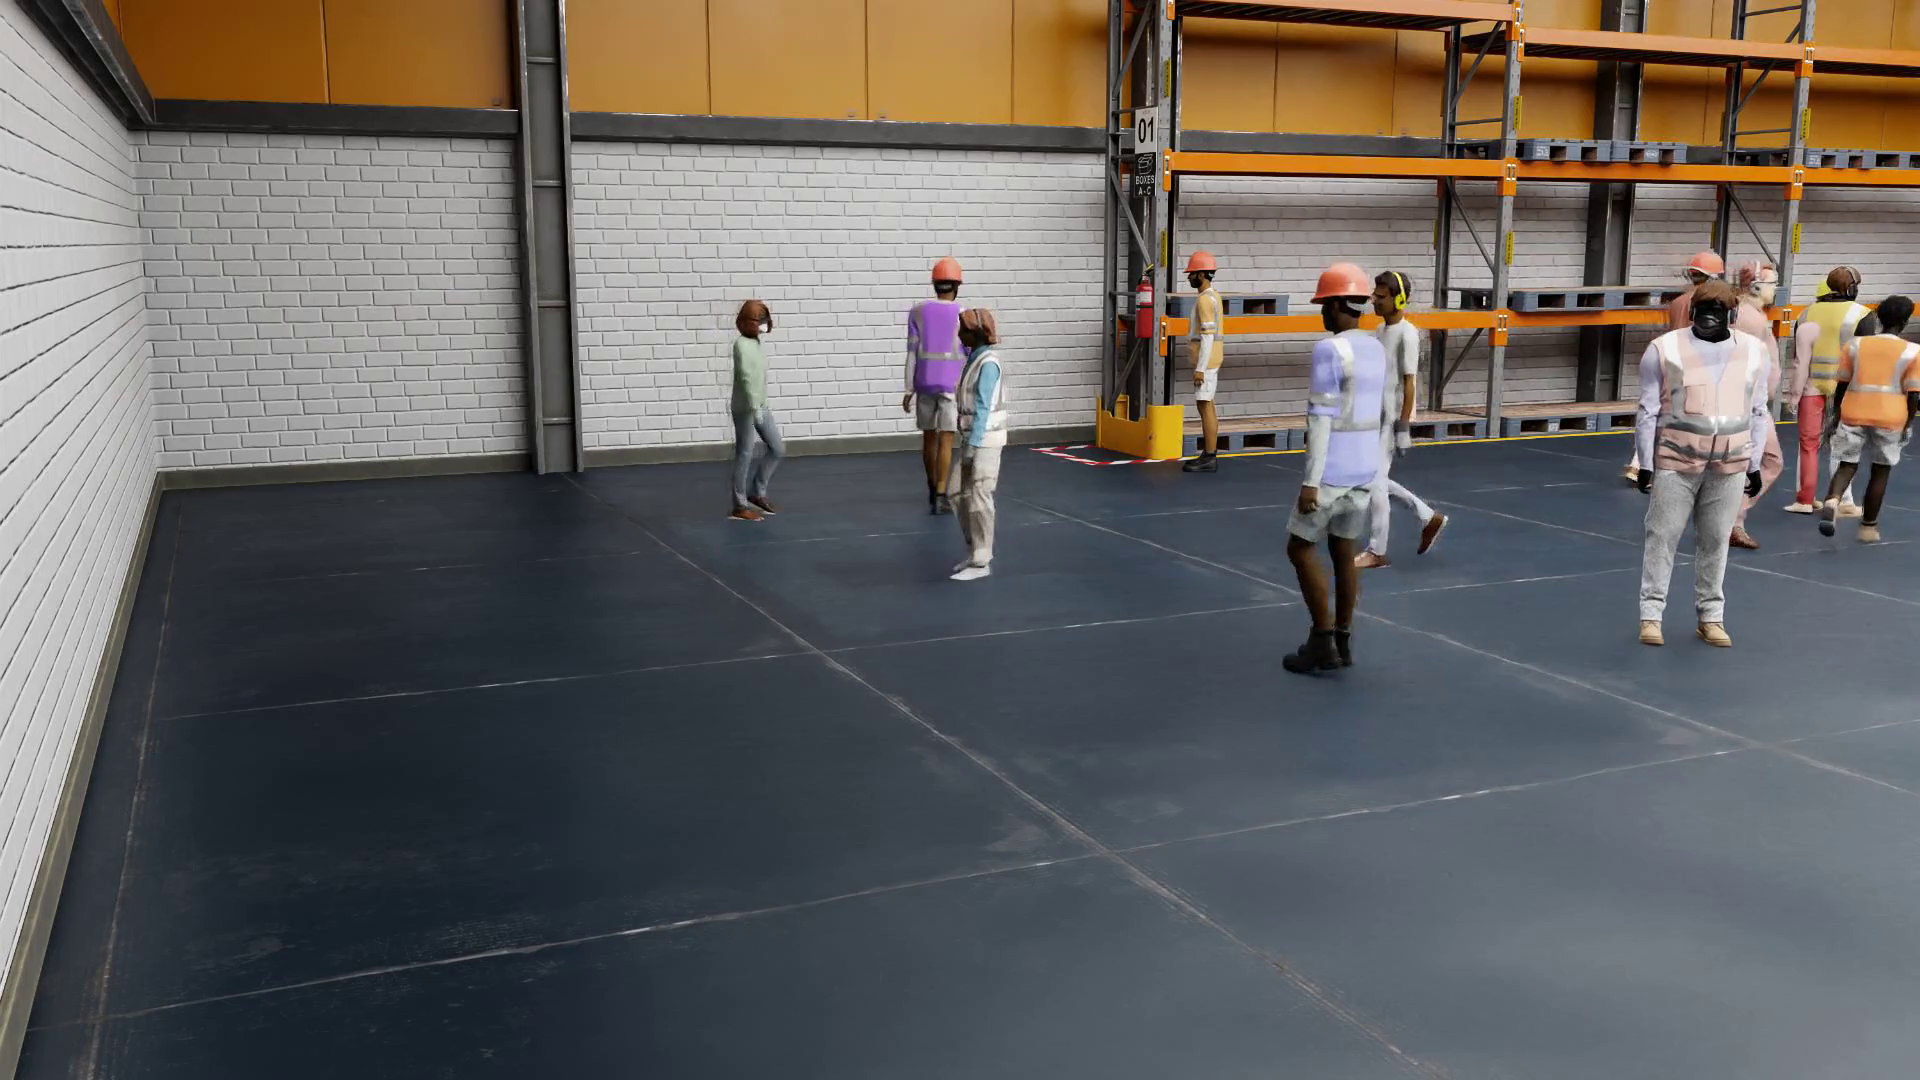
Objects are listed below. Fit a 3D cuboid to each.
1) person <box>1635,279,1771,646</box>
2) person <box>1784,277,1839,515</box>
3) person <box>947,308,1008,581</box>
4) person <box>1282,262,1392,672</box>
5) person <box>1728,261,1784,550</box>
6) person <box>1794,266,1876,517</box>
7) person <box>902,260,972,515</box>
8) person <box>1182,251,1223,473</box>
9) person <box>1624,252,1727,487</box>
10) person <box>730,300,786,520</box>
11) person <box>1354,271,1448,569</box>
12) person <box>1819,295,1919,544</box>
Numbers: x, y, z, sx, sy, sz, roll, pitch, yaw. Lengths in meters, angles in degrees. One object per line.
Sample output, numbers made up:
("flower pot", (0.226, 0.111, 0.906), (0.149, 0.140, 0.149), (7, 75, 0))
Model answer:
("person", (3.705, -0.376, 8.322), (0.626, 1.839, 0.430), (1, 10, 8))
("person", (6.407, -1.065, 12.358), (0.533, 1.767, 0.326), (-1, 10, -4))
("person", (0.102, -0.565, 9.947), (0.369, 1.633, 0.539), (-3, 11, -16))
("person", (1.761, -0.330, 7.808), (0.603, 1.924, 0.401), (-10, 14, -43))
("person", (5.166, -0.869, 10.897), (0.449, 1.893, 0.670), (2, 10, 12))
("person", (6.473, -1.092, 12.294), (0.429, 1.846, 0.626), (-5, 11, -27))
("person", (-0.115, -1.151, 12.557), (0.573, 1.882, 0.826), (3, 10, 14))
("person", (2.120, -1.559, 14.633), (0.374, 1.935, 0.552), (3, 11, 15))
("person", (5.945, -1.374, 13.592), (1.028, 1.950, 0.636), (-3, 11, -16))
("person", (-1.497, -0.926, 12.031), (0.433, 1.609, 0.506), (3, 11, 16))
("person", (2.712, -0.737, 10.309), (0.634, 1.849, 0.530), (-1, 10, -5))
("person", (6.021, -0.777, 11.001), (0.568, 1.674, 0.589), (10, 14, 44))
